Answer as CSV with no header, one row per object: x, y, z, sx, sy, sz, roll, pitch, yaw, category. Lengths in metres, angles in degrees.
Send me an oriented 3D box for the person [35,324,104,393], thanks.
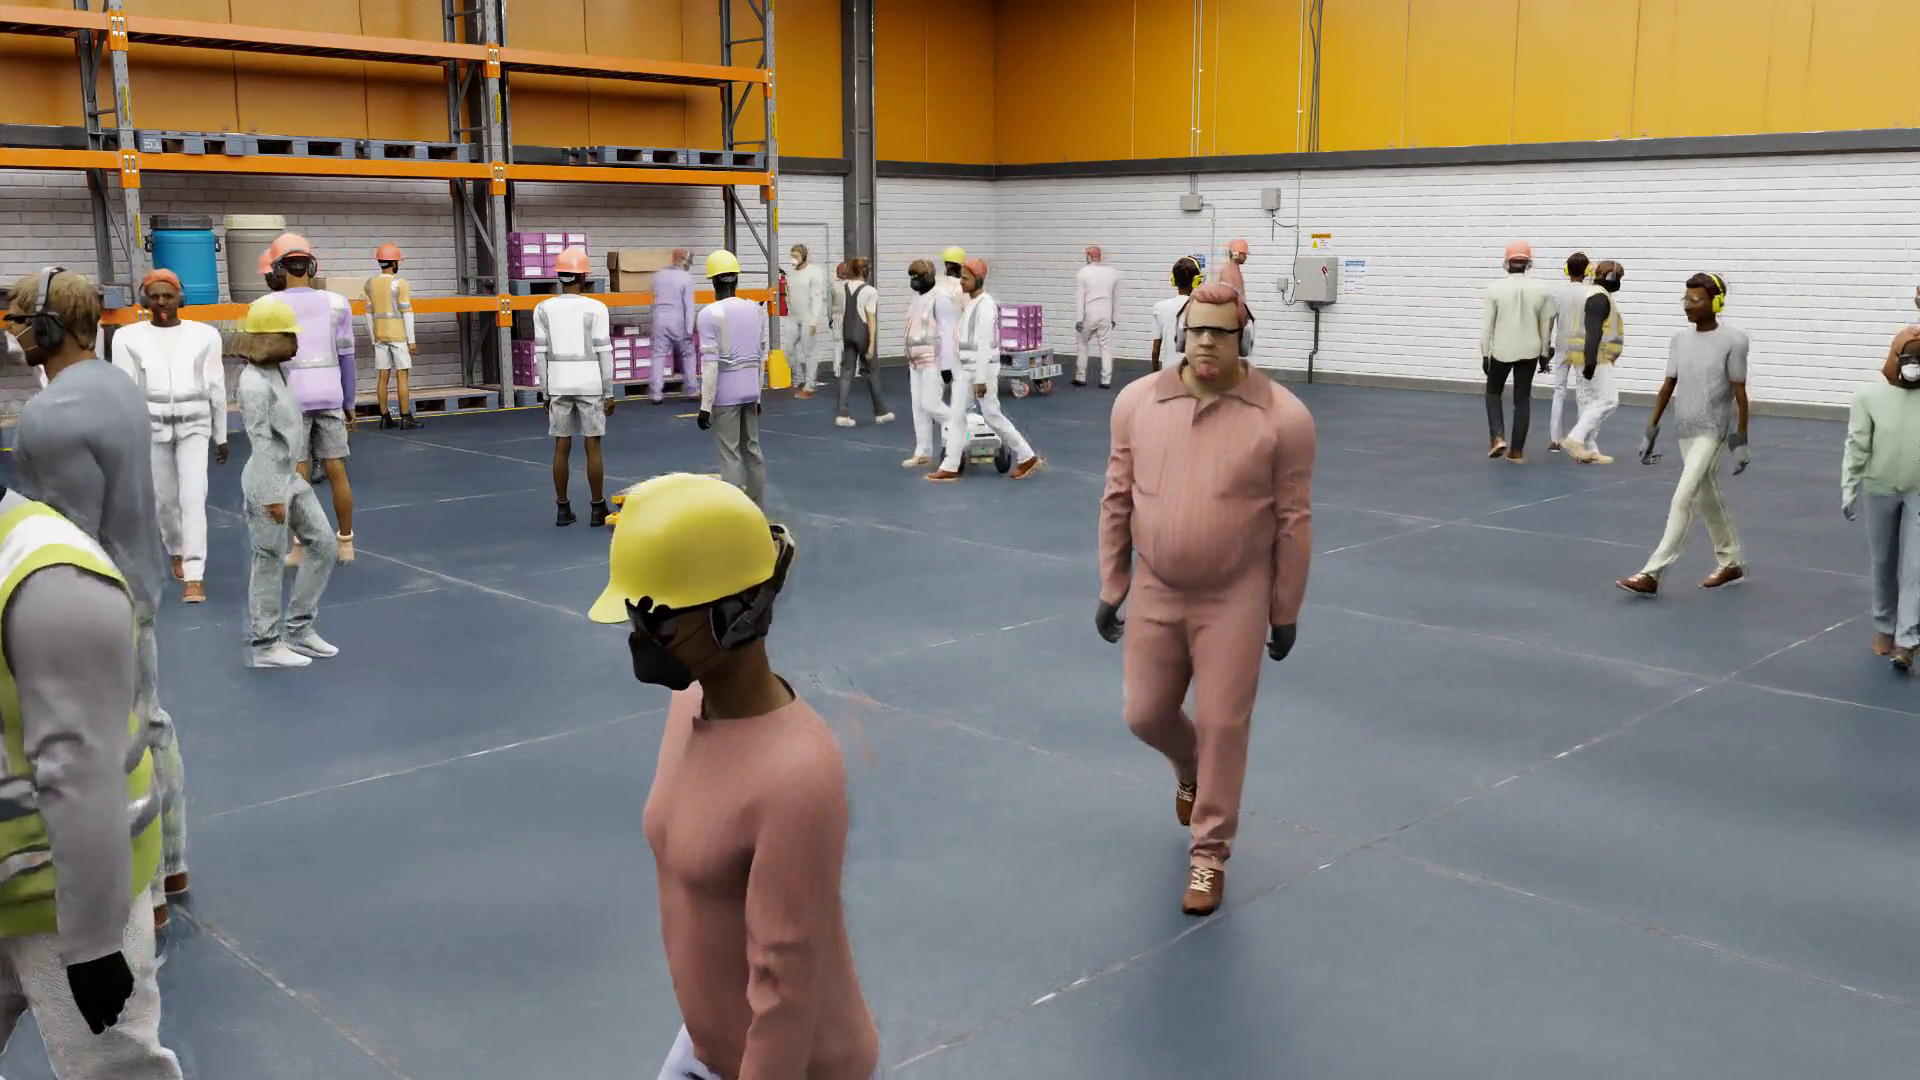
-5.959,-0.891,11.101,0.915,1.782,0.601,3,11,14,person

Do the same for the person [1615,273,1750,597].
4.131,-0.590,9.382,0.999,1.815,0.550,-4,11,-21,person

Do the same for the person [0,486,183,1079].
-1.610,0.608,2.864,0.713,1.809,0.475,6,12,29,person

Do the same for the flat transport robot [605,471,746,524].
-2.028,-0.308,12.053,0.652,0.197,1.431,1,10,7,flat transport robot

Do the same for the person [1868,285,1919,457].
8.708,-1.502,14.935,0.844,1.600,0.514,3,11,14,person

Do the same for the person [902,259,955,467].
-0.204,-1.538,14.544,0.594,1.821,0.651,-5,12,-27,person

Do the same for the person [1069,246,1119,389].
1.756,-2.959,22.140,0.685,1.865,0.870,-5,11,-24,person

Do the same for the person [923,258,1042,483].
0.212,-1.376,13.602,0.952,1.849,0.587,-2,11,-13,person

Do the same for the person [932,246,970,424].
-0.119,-2.118,17.453,0.601,1.907,0.541,6,12,32,person

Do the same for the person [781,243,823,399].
-1.964,-2.699,20.604,0.629,1.925,0.446,8,13,38,person

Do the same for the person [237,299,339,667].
-3.128,-0.250,7.742,0.501,1.725,0.519,-1,10,-5,person

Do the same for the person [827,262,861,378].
-1.635,-3.112,23.607,0.510,1.640,0.308,1,10,4,person

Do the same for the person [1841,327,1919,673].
4.404,-0.188,7.802,0.504,1.593,0.794,8,13,39,person

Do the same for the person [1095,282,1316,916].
0.760,0.147,5.150,0.656,1.888,0.672,5,11,23,person

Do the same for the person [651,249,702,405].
-3.365,-2.555,20.002,0.620,1.848,0.895,5,11,25,person

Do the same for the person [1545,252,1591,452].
5.716,-1.742,15.533,0.521,1.865,0.335,5,12,26,person

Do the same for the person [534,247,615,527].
-2.664,-1.054,11.571,0.545,1.938,0.358,1,10,6,person

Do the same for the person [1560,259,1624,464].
5.641,-1.568,14.728,0.436,1.808,0.677,4,11,18,person

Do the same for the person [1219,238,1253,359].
3.503,-2.840,21.188,0.494,1.972,0.638,5,11,24,person

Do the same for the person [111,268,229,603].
-4.475,-0.617,9.452,0.589,1.849,0.936,-4,11,-22,person

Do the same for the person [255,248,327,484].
-5.296,-1.334,13.145,0.568,1.918,0.454,2,11,13,person

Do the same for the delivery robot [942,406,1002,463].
0.095,-0.913,14.323,0.477,0.478,0.707,-3,11,-18,delivery robot

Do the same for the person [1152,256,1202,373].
1.645,-1.131,12.178,0.514,1.872,0.328,6,12,31,person

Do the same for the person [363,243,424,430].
-5.913,-2.114,17.348,0.543,1.939,0.361,3,11,17,person

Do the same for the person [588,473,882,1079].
-0.305,0.744,2.395,0.950,1.704,0.531,-6,12,-30,person

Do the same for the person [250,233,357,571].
-3.968,-0.828,10.082,0.605,2.034,0.392,-9,14,-40,person

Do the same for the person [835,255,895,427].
-1.042,-2.115,17.698,0.512,1.809,0.850,6,12,31,person

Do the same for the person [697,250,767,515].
-1.529,-0.953,11.065,0.383,1.922,0.587,7,13,35,person

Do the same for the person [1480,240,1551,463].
4.945,-1.671,14.844,0.626,1.978,0.439,1,10,8,person

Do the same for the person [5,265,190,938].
-2.474,0.192,4.775,0.352,1.937,0.635,-2,11,-10,person
